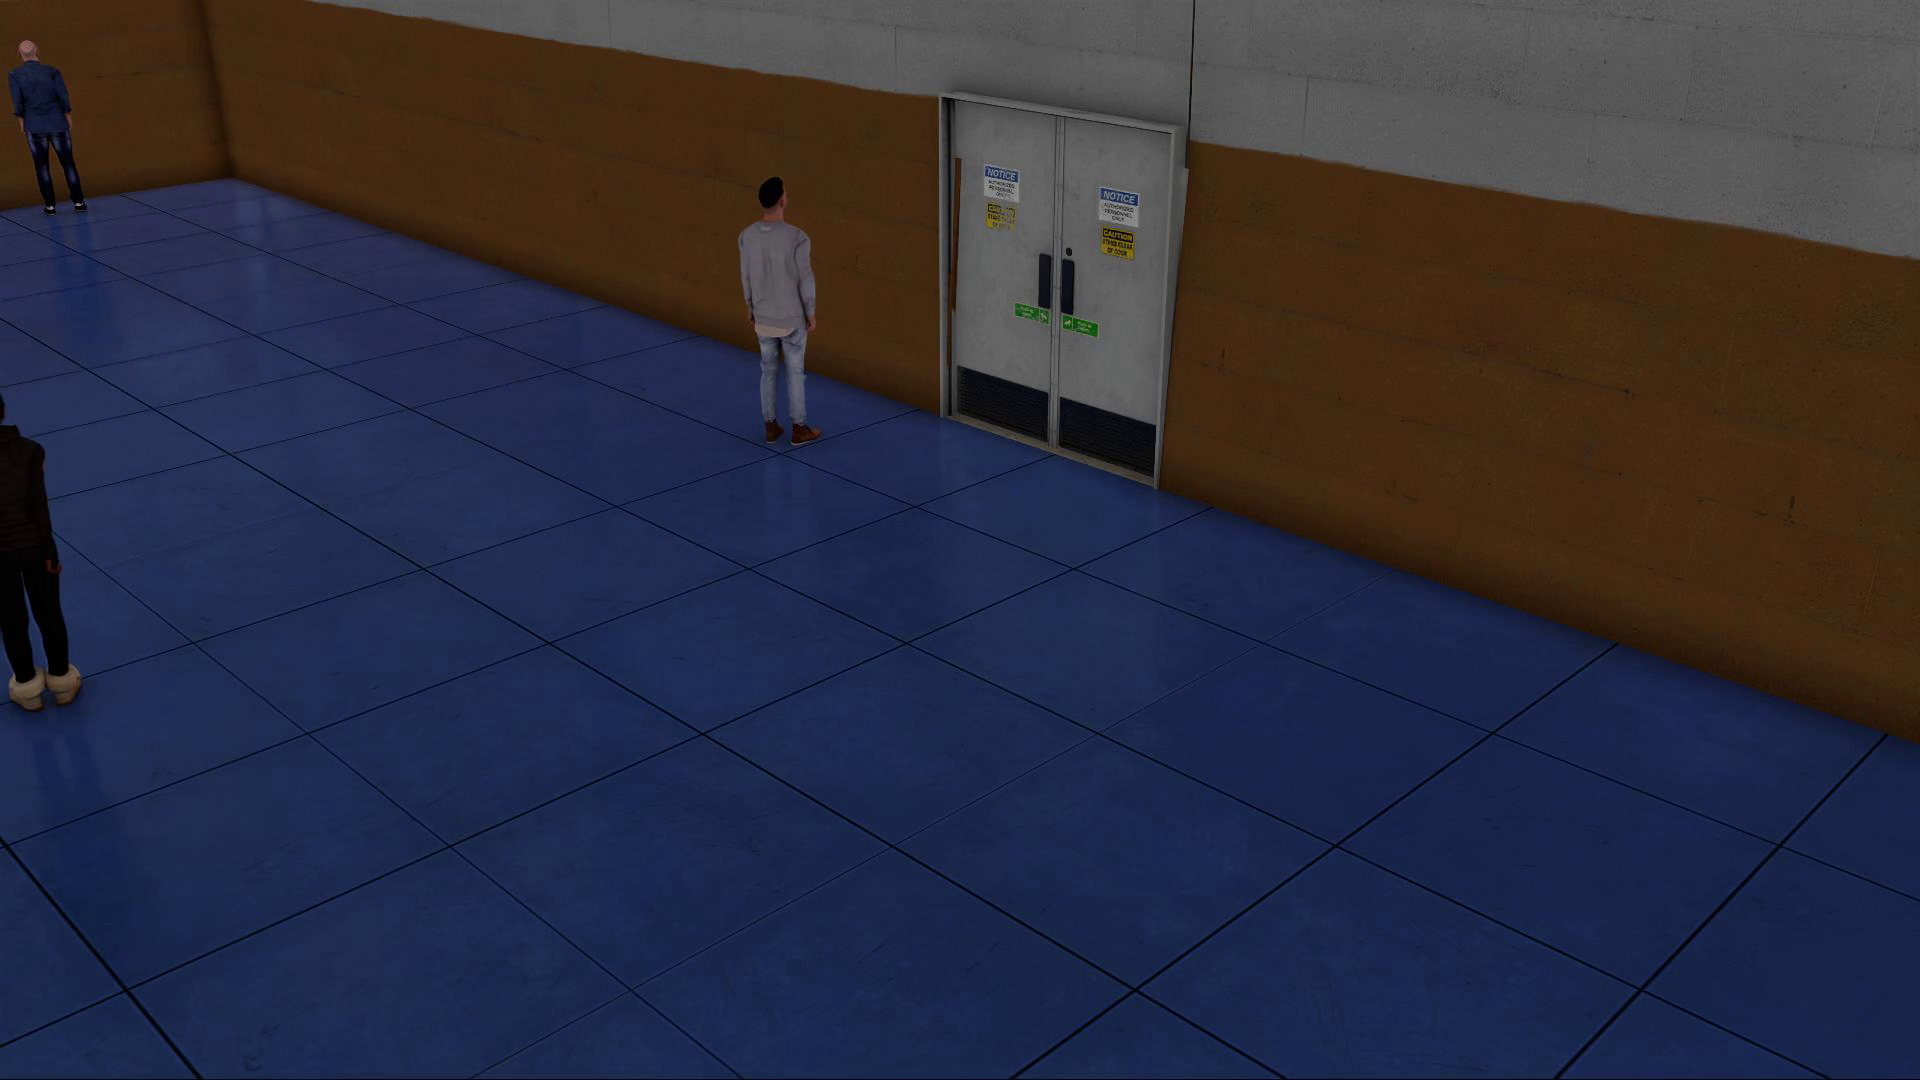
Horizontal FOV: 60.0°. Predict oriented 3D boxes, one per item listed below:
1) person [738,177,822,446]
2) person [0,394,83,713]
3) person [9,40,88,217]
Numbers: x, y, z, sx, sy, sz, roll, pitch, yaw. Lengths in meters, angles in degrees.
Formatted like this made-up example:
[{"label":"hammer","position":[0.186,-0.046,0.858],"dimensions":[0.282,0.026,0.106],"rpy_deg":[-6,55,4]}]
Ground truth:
[{"label":"person","position":[-1.216,-1.542,11.256],"dimensions":[0.766,1.841,0.742],"rpy_deg":[8,25,17]},{"label":"person","position":[-4.436,0.058,7.823],"dimensions":[0.671,1.661,0.620],"rpy_deg":[9,25,19]},{"label":"person","position":[-9.808,-4.424,17.861],"dimensions":[0.628,1.826,0.829],"rpy_deg":[-13,27,-27]}]
